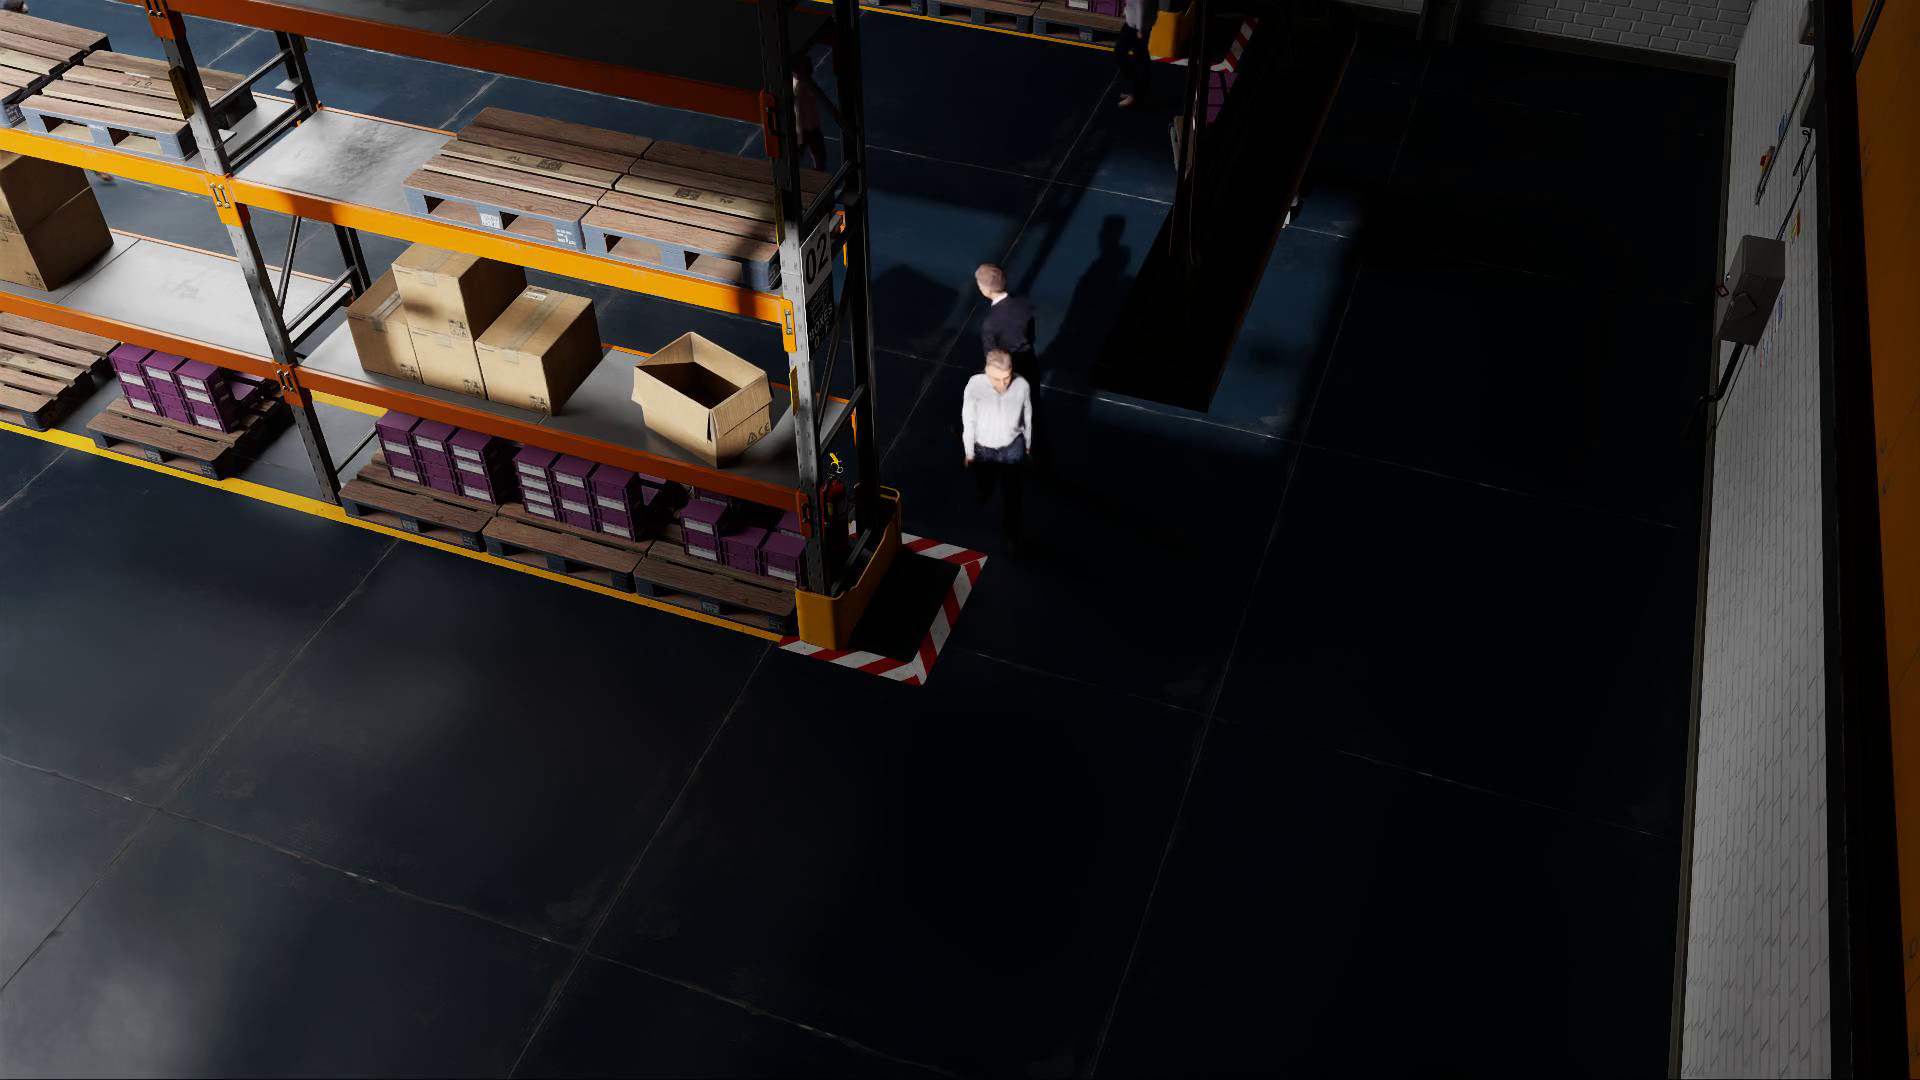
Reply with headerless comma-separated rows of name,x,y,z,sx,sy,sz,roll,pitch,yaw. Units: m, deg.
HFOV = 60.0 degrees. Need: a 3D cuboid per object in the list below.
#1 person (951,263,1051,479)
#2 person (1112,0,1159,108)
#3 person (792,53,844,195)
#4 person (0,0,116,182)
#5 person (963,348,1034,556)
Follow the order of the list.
person,0.431,-1.182,12.156,1.161,1.752,1.282,-26,50,-25
person,1.839,-5.073,16.181,0.608,1.833,0.675,12,45,12
person,-1.483,-3.797,15.137,0.950,1.425,0.556,14,45,14
person,-8.404,-4.088,15.192,1.115,1.771,0.667,18,46,18
person,0.229,-0.698,11.625,0.975,1.784,0.963,-9,44,-9
